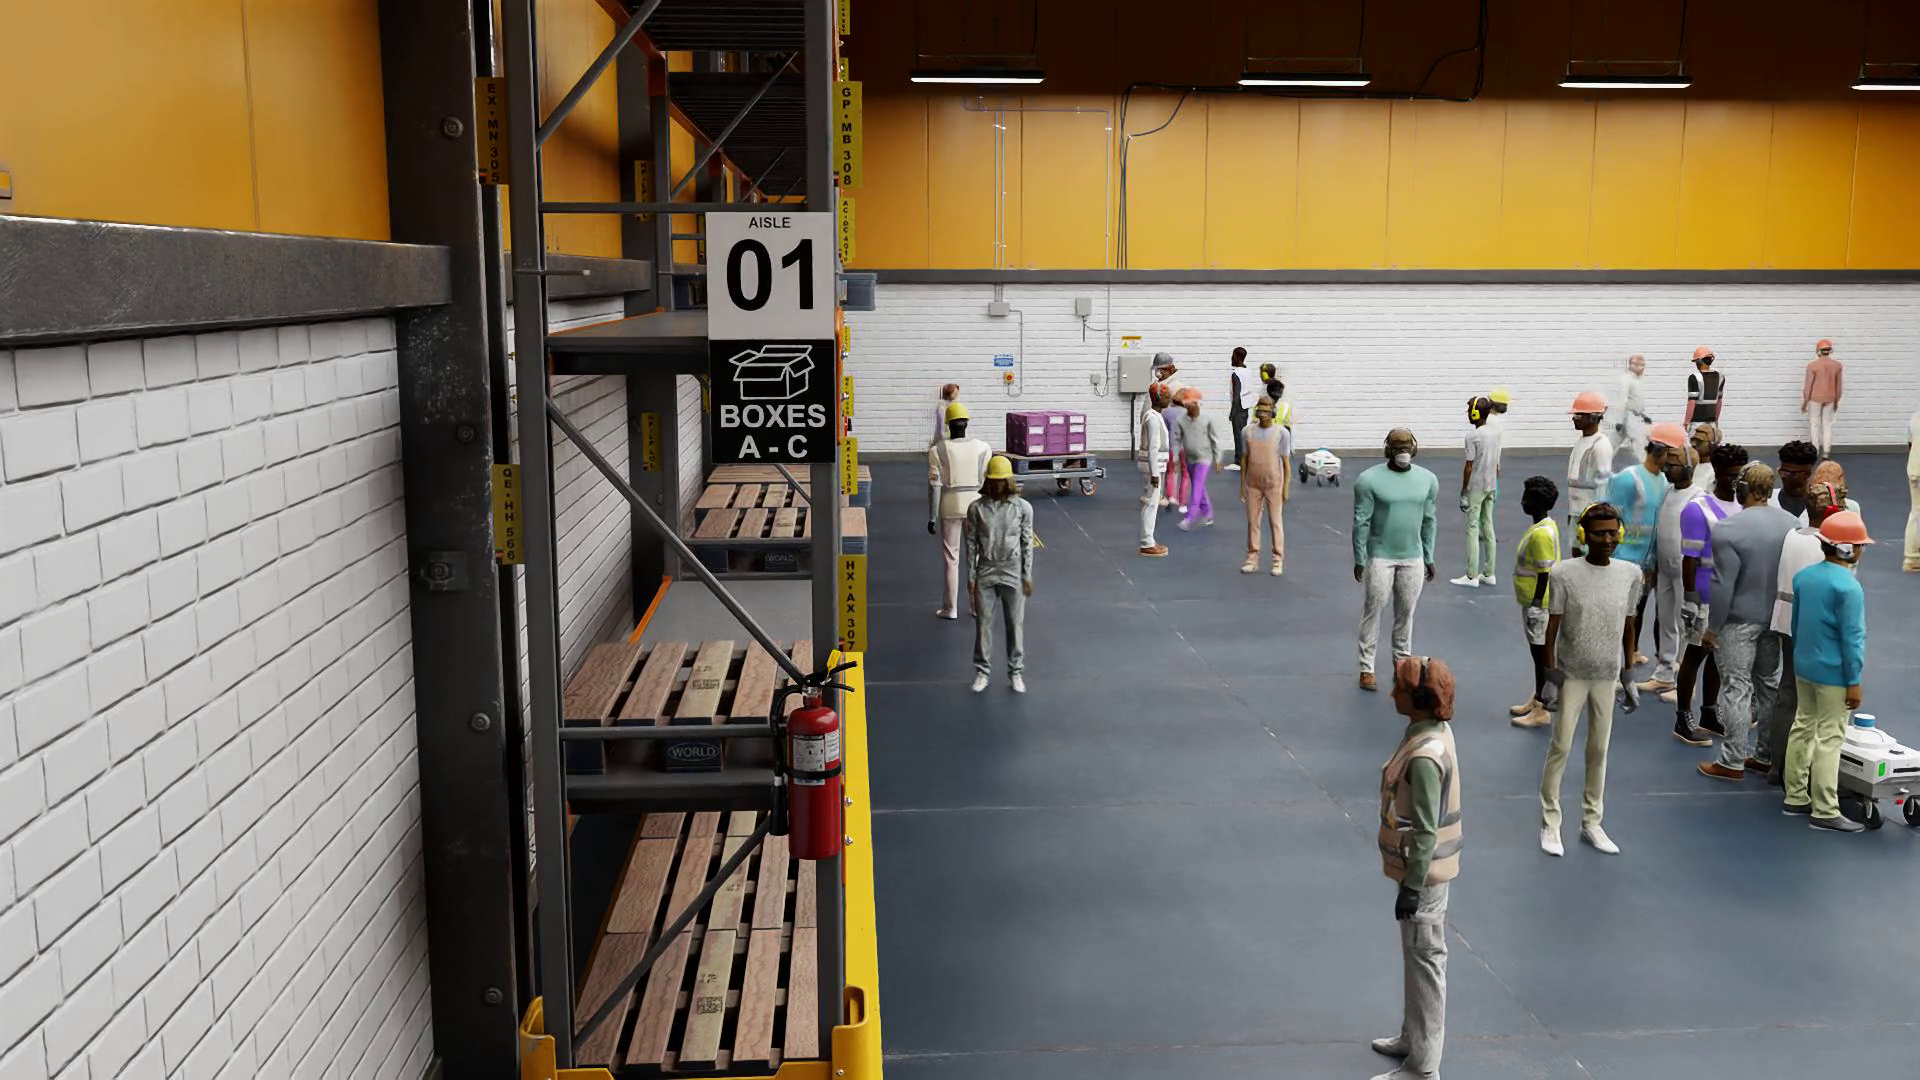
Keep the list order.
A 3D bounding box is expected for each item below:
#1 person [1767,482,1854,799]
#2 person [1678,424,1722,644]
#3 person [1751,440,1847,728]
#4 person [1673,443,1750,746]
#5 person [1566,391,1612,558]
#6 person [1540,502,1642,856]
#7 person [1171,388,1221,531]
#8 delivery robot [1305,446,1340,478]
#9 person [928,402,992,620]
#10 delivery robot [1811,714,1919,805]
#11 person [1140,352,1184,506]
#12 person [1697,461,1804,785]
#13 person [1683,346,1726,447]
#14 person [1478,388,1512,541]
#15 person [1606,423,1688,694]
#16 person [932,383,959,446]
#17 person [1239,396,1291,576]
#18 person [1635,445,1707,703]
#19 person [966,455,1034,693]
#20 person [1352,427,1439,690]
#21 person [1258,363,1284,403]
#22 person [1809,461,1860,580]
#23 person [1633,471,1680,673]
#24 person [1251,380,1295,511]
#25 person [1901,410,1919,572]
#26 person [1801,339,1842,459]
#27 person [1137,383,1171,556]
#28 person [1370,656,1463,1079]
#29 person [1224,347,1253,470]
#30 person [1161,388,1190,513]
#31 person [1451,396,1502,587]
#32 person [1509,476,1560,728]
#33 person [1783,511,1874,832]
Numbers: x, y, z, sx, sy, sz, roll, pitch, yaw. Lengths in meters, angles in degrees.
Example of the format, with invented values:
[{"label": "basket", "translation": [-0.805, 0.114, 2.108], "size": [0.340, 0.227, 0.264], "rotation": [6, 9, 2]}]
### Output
[{"label": "person", "translation": [4.955, 0.578, 9.694], "size": [0.389, 1.846, 0.567], "rotation": [-2, 9, -11]}, {"label": "person", "translation": [5.985, -0.022, 13.466], "size": [0.343, 1.846, 0.507], "rotation": [-2, 9, -13]}, {"label": "person", "translation": [5.496, 0.311, 11.004], "size": [0.609, 1.960, 0.369], "rotation": [8, 12, 42]}, {"label": "person", "translation": [4.905, 0.346, 10.775], "size": [0.613, 1.963, 0.361], "rotation": [-5, 10, -28]}, {"label": "person", "translation": [5.364, -0.255, 14.310], "size": [0.374, 2.044, 0.606], "rotation": [0, 9, 2]}, {"label": "person", "translation": [3.306, 0.724, 8.704], "size": [0.521, 1.873, 0.335], "rotation": [0, 9, -2]}, {"label": "person", "translation": [2.819, -0.972, 19.894], "size": [0.572, 1.695, 0.917], "rotation": [8, 12, 40]}, {"label": "delivery robot", "translation": [5.253, -1.119, 24.102], "size": [0.477, 0.478, 0.707], "rotation": [-1, 9, -5]}, {"label": "person", "translation": [-0.008, -0.252, 14.670], "size": [0.585, 1.922, 0.378], "rotation": [-3, 10, -19]}, {"label": "delivery robot", "translation": [5.084, 1.226, 9.378], "size": [0.477, 0.478, 0.707], "rotation": [-2, 9, -11]}, {"label": "person", "translation": [2.646, -1.476, 21.987], "size": [0.538, 2.000, 0.682], "rotation": [-4, 10, -24]}, {"label": "person", "translation": [4.706, 0.494, 9.933], "size": [0.629, 1.940, 0.379], "rotation": [-3, 10, -18]}, {"label": "person", "translation": [10.463, -1.713, 23.495], "size": [0.605, 2.035, 0.389], "rotation": [-3, 10, -20]}, {"label": "person", "translation": [6.073, -0.860, 19.035], "size": [0.408, 1.745, 0.579], "rotation": [1, 9, 8]}, {"label": "person", "translation": [4.858, 0.149, 11.947], "size": [0.654, 1.988, 0.611], "rotation": [-8, 12, -40]}, {"label": "person", "translation": [-0.168, -1.255, 21.917], "size": [0.509, 1.623, 0.509], "rotation": [6, 11, 33]}, {"label": "person", "translation": [3.078, -0.541, 16.803], "size": [0.513, 1.832, 0.381], "rotation": [5, 10, 29]}, {"label": "person", "translation": [5.108, 0.237, 11.840], "size": [0.344, 1.845, 0.506], "rotation": [-2, 9, -10]}, {"label": "person", "translation": [0.284, 0.251, 12.075], "size": [0.491, 1.742, 0.308], "rotation": [1, 9, 5]}, {"label": "person", "translation": [3.179, 0.136, 12.181], "size": [0.635, 1.937, 0.352], "rotation": [-1, 9, -6]}, {"label": "person", "translation": [4.202, -1.485, 22.641], "size": [0.558, 1.846, 0.438], "rotation": [-8, 12, -39]}, {"label": "person", "translation": [6.559, 0.211, 12.661], "size": [0.499, 1.634, 0.279], "rotation": [7, 11, 36]}, {"label": "person", "translation": [5.333, 0.166, 12.741], "size": [0.322, 1.699, 0.533], "rotation": [-5, 10, -29]}, {"label": "person", "translation": [4.032, -1.223, 21.586], "size": [0.576, 1.674, 0.473], "rotation": [-3, 9, -17]}, {"label": "person", "translation": [9.888, -0.646, 16.771], "size": [0.536, 2.000, 0.687], "rotation": [-1, 9, -7]}, {"label": "person", "translation": [14.223, -2.324, 27.484], "size": [0.629, 1.992, 0.403], "rotation": [-1, 9, -4]}, {"label": "person", "translation": [2.105, -0.761, 18.026], "size": [0.351, 1.878, 0.569], "rotation": [2, 9, 11]}, {"label": "person", "translation": [1.711, 1.236, 6.211], "size": [0.309, 1.641, 0.514], "rotation": [3, 9, 17]}, {"label": "person", "translation": [4.371, -2.053, 25.984], "size": [0.392, 1.922, 0.591], "rotation": [5, 10, 26]}, {"label": "person", "translation": [2.780, -1.137, 21.215], "size": [0.530, 1.611, 0.440], "rotation": [3, 10, 20]}, {"label": "person", "translation": [5.064, -0.469, 16.239], "size": [0.515, 1.860, 0.325], "rotation": [-6, 11, -33]}, {"label": "person", "translation": [3.884, 0.415, 11.189], "size": [0.320, 1.695, 0.537], "rotation": [3, 10, 19]}, {"label": "person", "translation": [4.794, 0.710, 9.150], "size": [0.327, 1.753, 0.560], "rotation": [-1, 9, -3]}]
